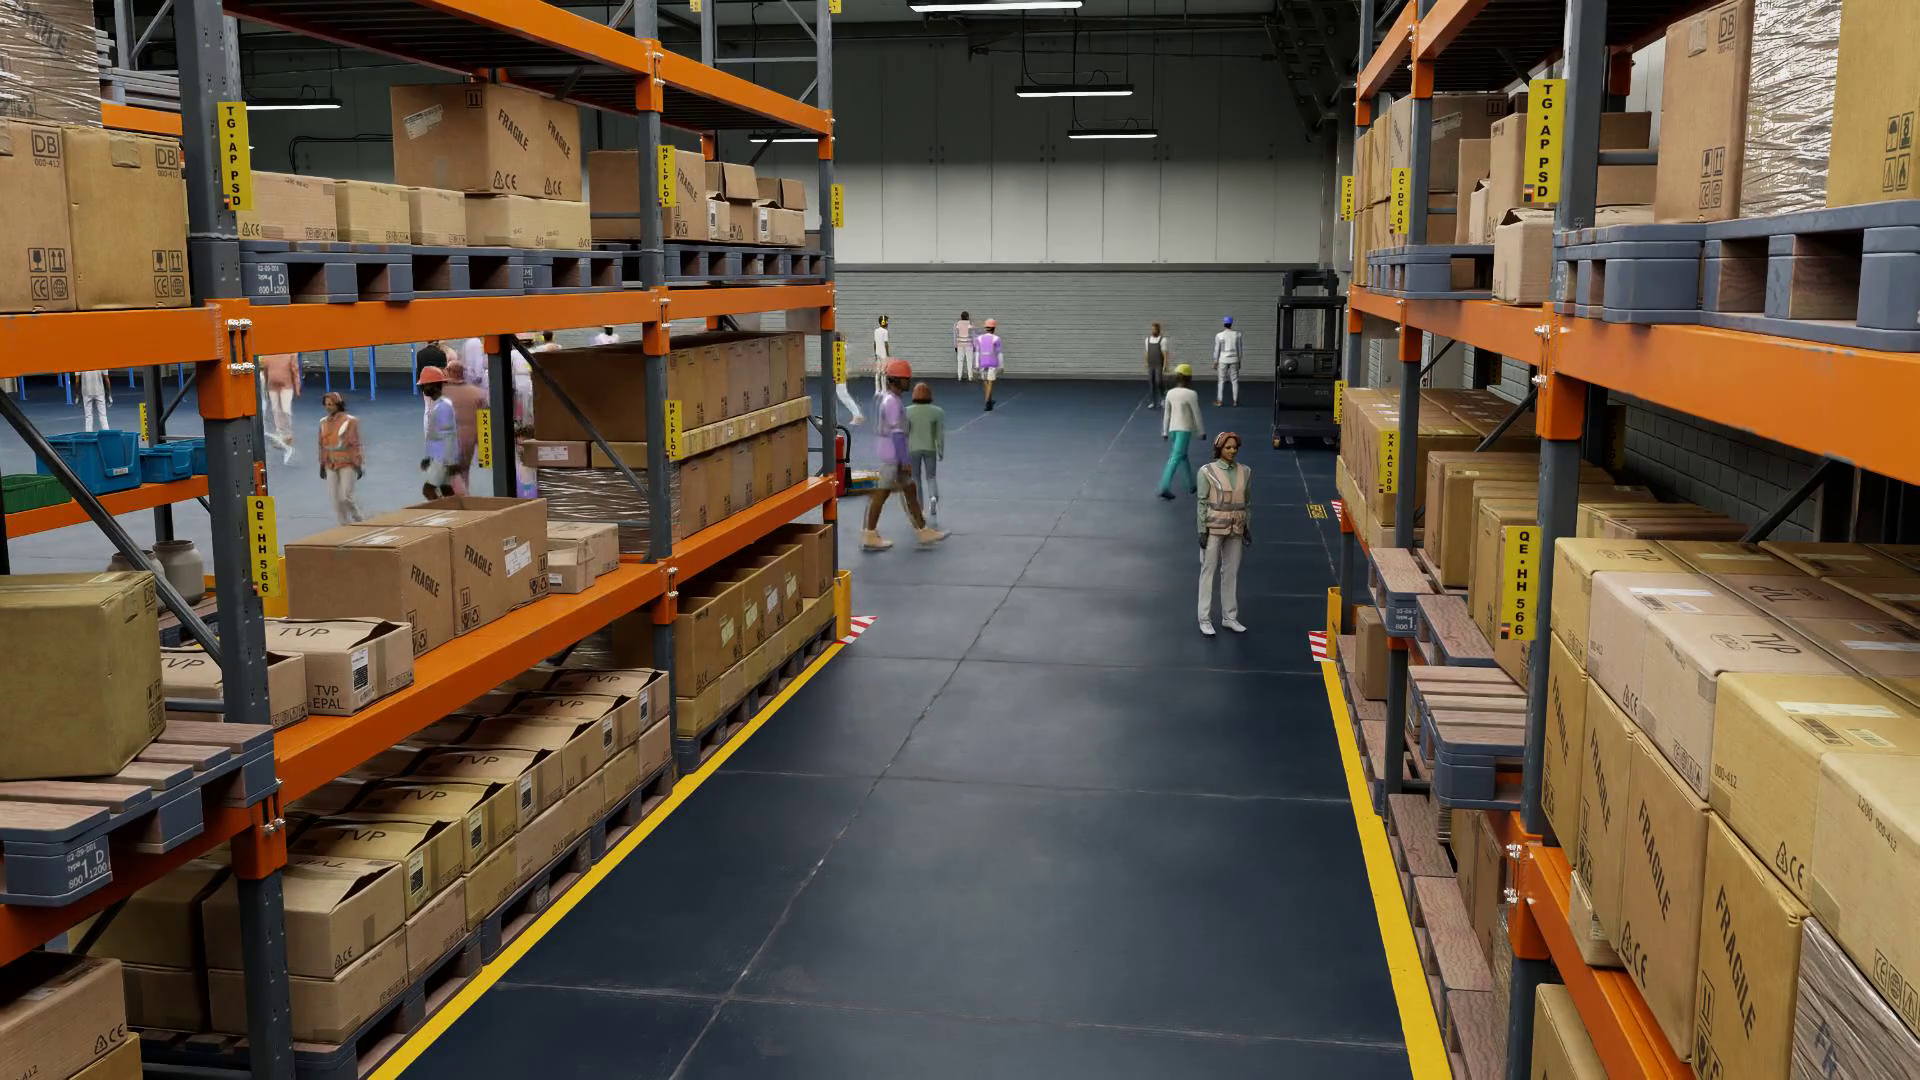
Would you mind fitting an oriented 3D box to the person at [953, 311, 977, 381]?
[{"bbox_3d":[0.143,-5.163,44.276,0.627,1.844,0.429,2,9,13],"label":"person"}]

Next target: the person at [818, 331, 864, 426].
[{"bbox_3d":[-2.267,-3.040,31.322,0.929,1.807,0.619,-3,10,-17],"label":"person"}]

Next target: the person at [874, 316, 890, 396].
[{"bbox_3d":[-1.822,-4.340,39.132,0.336,1.864,0.521,-7,12,-37],"label":"person"}]

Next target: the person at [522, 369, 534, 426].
[{"bbox_3d":[-5.282,-1.414,21.271,0.883,1.788,0.612,-6,11,-34],"label":"person"}]

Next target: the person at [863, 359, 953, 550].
[{"bbox_3d":[-0.563,-0.882,17.392,1.018,1.992,0.629,0,9,0],"label":"person"}]

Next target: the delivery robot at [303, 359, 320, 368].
[{"bbox_3d":[-17.596,-4.754,44.751,0.335,0.223,0.699,9,13,43],"label":"delivery robot"}]

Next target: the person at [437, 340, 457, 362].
[{"bbox_3d":[-9.017,-2.699,28.914,0.657,1.893,0.627,1,9,6],"label":"person"}]

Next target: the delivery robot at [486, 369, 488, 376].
[{"bbox_3d":[-11.854,-4.254,42.467,0.707,0.478,0.477,6,11,31],"label":"delivery robot"}]

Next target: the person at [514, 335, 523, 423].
[{"bbox_3d":[-8.289,-3.113,32.056,0.899,1.709,0.511,-4,10,-24],"label":"person"}]

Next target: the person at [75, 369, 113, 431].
[{"bbox_3d":[-13.777,-2.285,26.438,0.523,1.870,0.317,-4,10,-23],"label":"person"}]

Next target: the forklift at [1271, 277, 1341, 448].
[{"bbox_3d":[5.847,-3.016,27.970,1.129,2.768,1.873,1,9,9],"label":"forklift"}]

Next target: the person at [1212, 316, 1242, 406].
[{"bbox_3d":[5.796,-3.867,36.029,0.648,1.922,0.446,-2,9,-10],"label":"person"}]

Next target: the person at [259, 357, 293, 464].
[{"bbox_3d":[-10.453,-1.964,24.923,0.731,1.717,0.493,-2,9,-14],"label":"person"}]

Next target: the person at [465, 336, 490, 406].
[{"bbox_3d":[-9.375,-3.261,32.519,1.003,1.847,0.654,-7,12,-37],"label":"person"}]

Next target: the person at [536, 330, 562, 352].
[{"bbox_3d":[-7.739,-3.082,31.454,0.532,1.838,0.762,0,9,1],"label":"person"}]

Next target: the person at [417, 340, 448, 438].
[{"bbox_3d":[-8.651,-2.507,27.421,0.612,1.995,0.376,4,10,22],"label":"person"}]

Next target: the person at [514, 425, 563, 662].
[{"bbox_3d":[-3.139,0.060,12.185,0.562,1.792,0.962,2,9,14],"label":"person"}]

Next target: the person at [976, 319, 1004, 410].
[{"bbox_3d":[0.671,-3.711,35.149,0.567,1.890,0.958,4,10,25],"label":"person"}]

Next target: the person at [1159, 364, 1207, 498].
[{"bbox_3d":[2.889,-1.412,21.529,0.921,1.719,0.527,-6,11,-33],"label":"person"}]

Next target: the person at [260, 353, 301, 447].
[{"bbox_3d":[-11.234,-2.491,27.381,0.649,1.970,0.623,0,9,-1],"label":"person"}]

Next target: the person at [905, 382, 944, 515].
[{"bbox_3d":[-0.440,-1.050,19.575,0.506,1.619,0.467,-2,9,-10],"label":"person"}]

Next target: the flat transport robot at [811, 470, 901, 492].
[{"bbox_3d":[-1.501,-0.763,22.091,1.431,0.197,0.652,-8,12,-42],"label":"flat transport robot"}]

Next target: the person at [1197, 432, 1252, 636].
[{"bbox_3d":[2.123,-0.059,13.416,0.513,1.641,0.307,-5,10,-27],"label":"person"}]

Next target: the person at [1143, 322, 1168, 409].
[{"bbox_3d":[4.156,-3.707,35.317,0.502,1.834,0.437,6,11,34],"label":"person"}]

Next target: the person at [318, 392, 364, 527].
[{"bbox_3d":[-6.667,-0.777,17.860,0.545,1.625,0.362,4,10,22],"label":"person"}]

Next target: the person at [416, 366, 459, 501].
[{"bbox_3d":[-5.561,-0.890,17.679,0.537,1.915,0.556,-4,10,-23],"label":"person"}]

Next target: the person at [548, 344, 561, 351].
[{"bbox_3d":[-7.269,-2.715,29.930,0.530,1.594,0.845,1,9,4],"label":"person"}]

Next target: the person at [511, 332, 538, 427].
[{"bbox_3d":[-7.370,-2.629,28.396,0.575,1.918,0.407,2,9,11],"label":"person"}]

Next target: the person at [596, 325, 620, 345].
[{"bbox_3d":[-7.517,-3.805,35.784,0.606,1.868,1.004,-7,12,-37],"label":"person"}]

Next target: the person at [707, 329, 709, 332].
[{"bbox_3d":[-4.811,-3.239,32.265,0.463,1.892,0.645,-7,12,-37],"label":"person"}]

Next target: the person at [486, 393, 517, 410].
[{"bbox_3d":[-9.270,-3.488,33.796,0.569,1.882,0.976,9,13,43],"label":"person"}]

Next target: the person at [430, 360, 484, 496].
[{"bbox_3d":[-5.917,-1.180,19.618,0.655,1.878,0.884,-7,12,-37],"label":"person"}]
